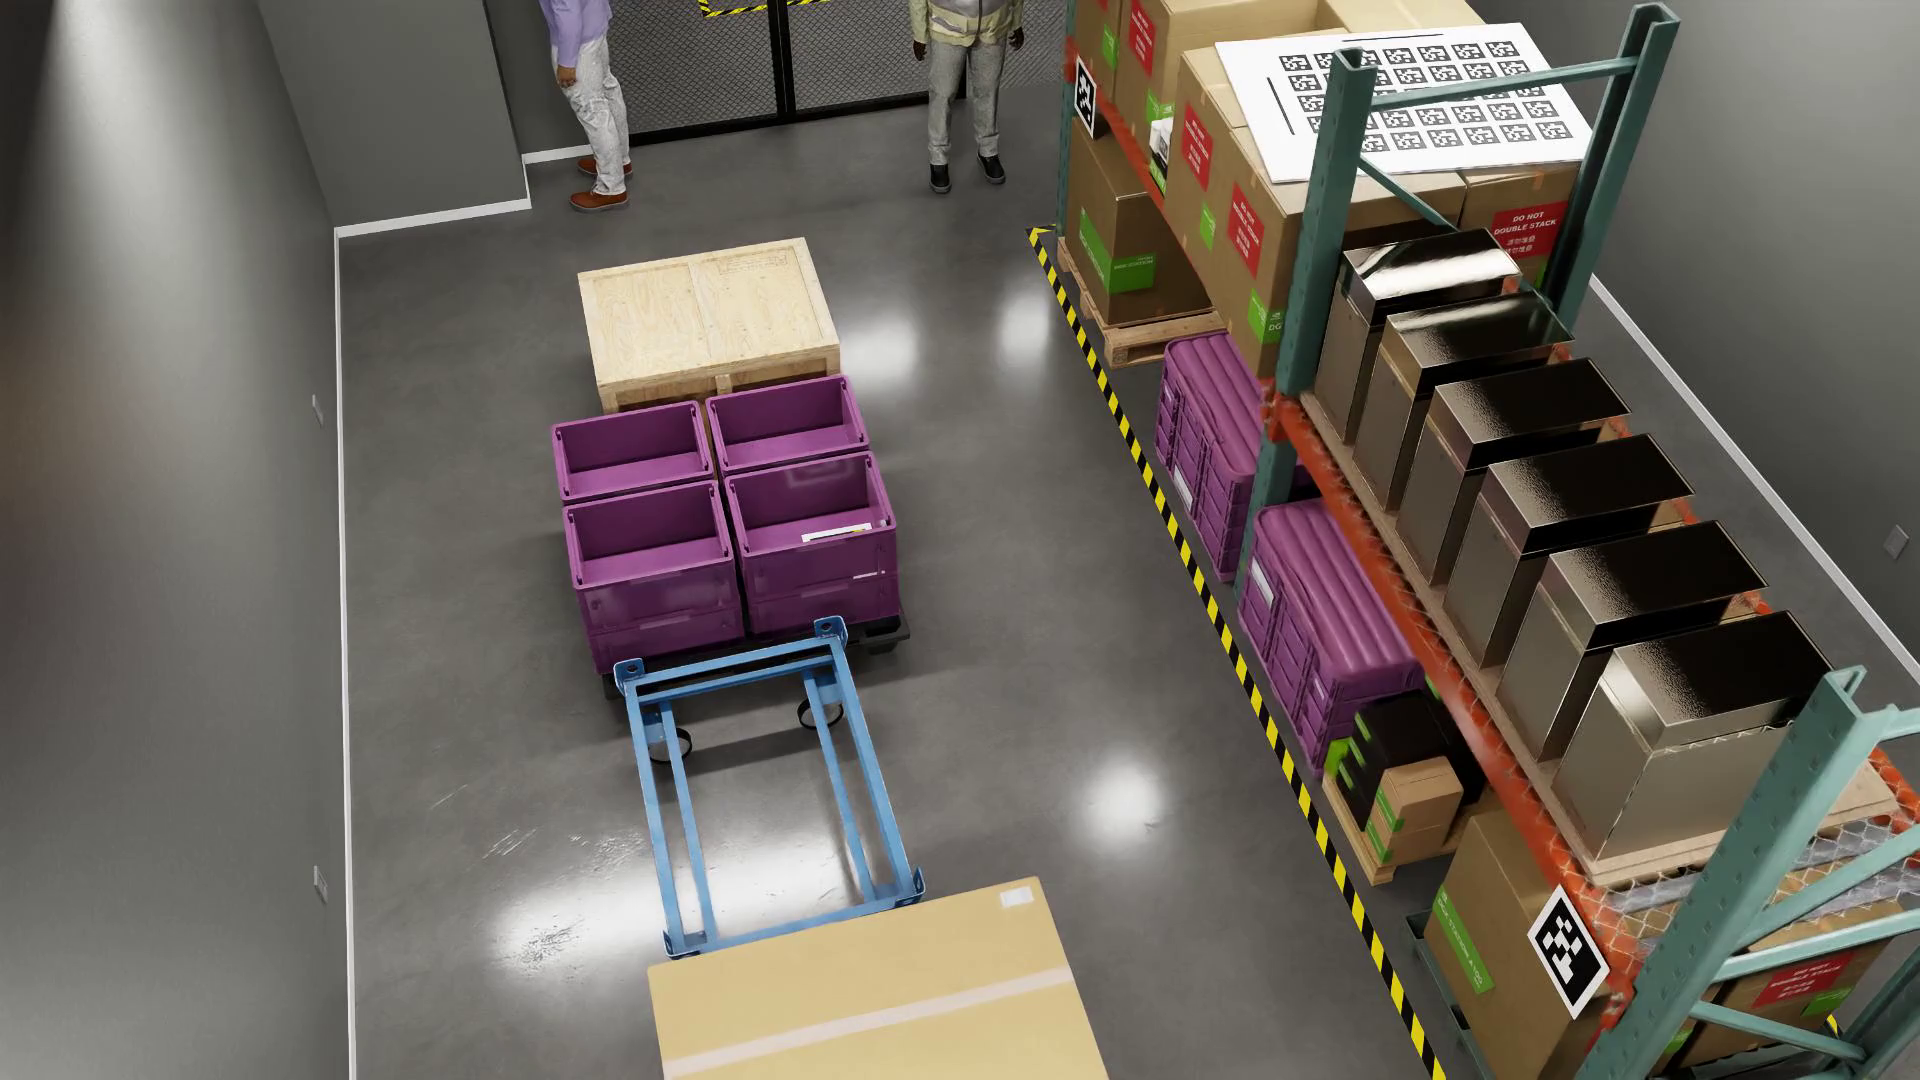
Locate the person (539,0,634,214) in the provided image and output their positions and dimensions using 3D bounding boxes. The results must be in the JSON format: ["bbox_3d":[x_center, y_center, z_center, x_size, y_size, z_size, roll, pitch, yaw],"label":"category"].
[{"bbox_3d":[-1.893,-2.516,8.197,0.357,1.938,0.637,1,47,1],"label":"person"}]

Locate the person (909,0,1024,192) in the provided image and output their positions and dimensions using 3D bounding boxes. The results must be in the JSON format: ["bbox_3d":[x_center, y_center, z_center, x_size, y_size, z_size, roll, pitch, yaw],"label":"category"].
[{"bbox_3d":[0.045,-2.590,8.337,0.599,1.830,0.404,-11,48,-10],"label":"person"}]
